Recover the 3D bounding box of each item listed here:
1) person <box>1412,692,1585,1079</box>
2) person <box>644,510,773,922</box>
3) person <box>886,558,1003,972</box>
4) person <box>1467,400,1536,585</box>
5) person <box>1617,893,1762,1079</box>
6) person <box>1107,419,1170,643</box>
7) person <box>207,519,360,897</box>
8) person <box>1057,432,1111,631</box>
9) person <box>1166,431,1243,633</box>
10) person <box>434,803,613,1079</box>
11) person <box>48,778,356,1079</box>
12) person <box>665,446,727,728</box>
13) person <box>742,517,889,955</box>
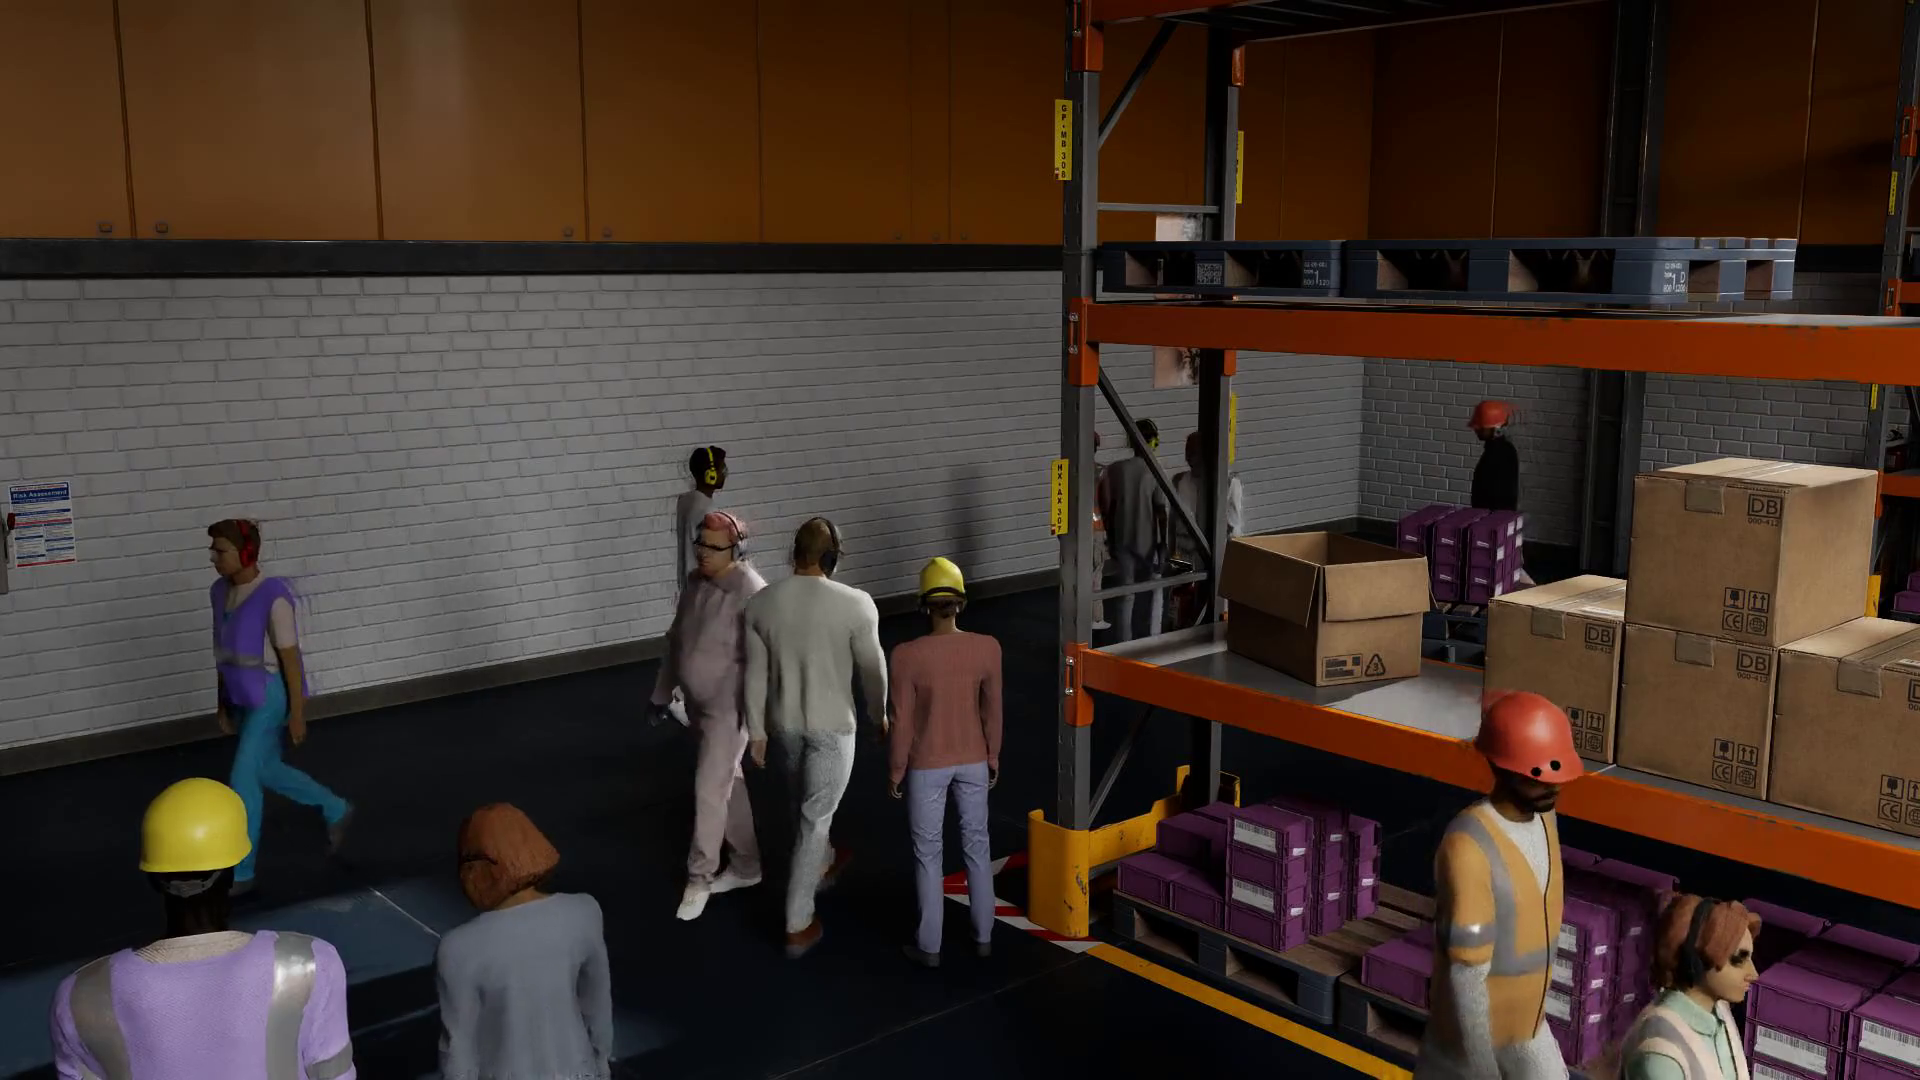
[{"bbox_3d":[1.476,1.315,4.683,0.549,1.883,1.026,-9,13,-41],"label":"person"},{"bbox_3d":[-1.163,0.786,7.747,0.553,1.880,0.746,-7,12,-35],"label":"person"},{"bbox_3d":[-0.071,0.952,7.115,0.531,1.765,0.327,-4,11,-23],"label":"person"},{"bbox_3d":[4.255,-0.138,13.024,0.994,1.936,0.659,7,12,36],"label":"person"},{"bbox_3d":[1.632,1.585,3.901,0.870,1.598,0.506,9,13,44],"label":"person"},{"bbox_3d":[1.330,0.024,12.329,0.545,1.836,0.700,4,11,25],"label":"person"},{"bbox_3d":[-3.335,0.771,8.049,0.575,1.816,0.852,8,12,38],"label":"person"},{"bbox_3d":[1.008,-0.077,13.508,0.522,1.636,0.310,5,11,28],"label":"person"},{"bbox_3d":[1.605,0.194,11.283,0.600,1.849,0.873,6,11,31],"label":"person"},{"bbox_3d":[-1.188,1.478,4.493,0.539,1.587,0.795,-8,13,-40],"label":"person"},{"bbox_3d":[-1.621,1.463,3.645,0.589,1.927,0.386,-4,10,-20],"label":"person"},{"bbox_3d":[-1.624,0.330,10.486,0.432,1.855,0.541,-6,12,-33],"label":"person"},{"bbox_3d":[-0.632,0.826,7.546,0.617,1.869,1.017,4,10,21],"label":"person"}]
